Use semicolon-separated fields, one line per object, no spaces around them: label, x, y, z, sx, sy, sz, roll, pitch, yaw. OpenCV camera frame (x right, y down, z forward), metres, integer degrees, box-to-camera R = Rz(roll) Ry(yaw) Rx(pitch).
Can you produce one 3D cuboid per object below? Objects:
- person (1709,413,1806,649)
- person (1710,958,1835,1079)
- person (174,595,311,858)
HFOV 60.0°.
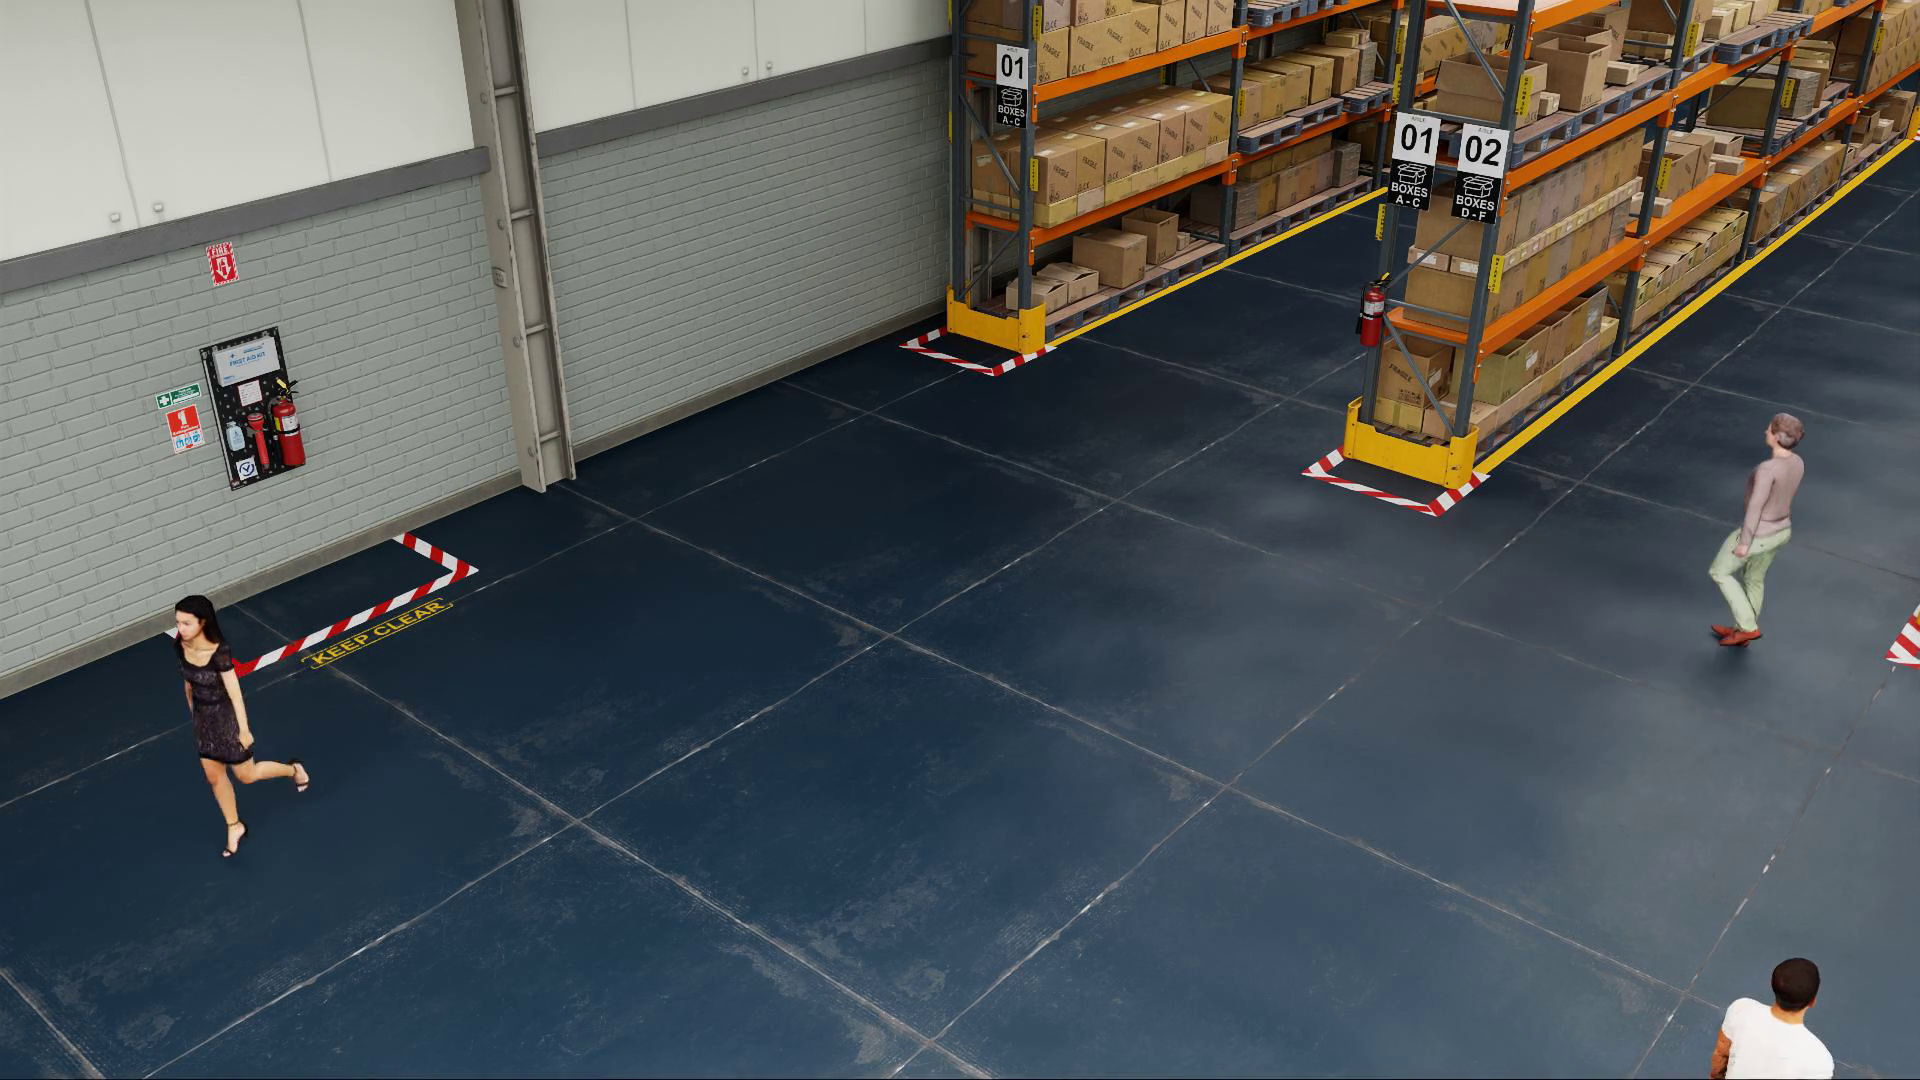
person;5.886;0.007;12.080;0.744;1.860;0.854;-17;32;-29
person;3.411;2.615;7.292;1.200;1.757;0.795;-22;35;-35
person;-4.421;1.089;10.142;0.756;1.772;0.987;12;30;22
